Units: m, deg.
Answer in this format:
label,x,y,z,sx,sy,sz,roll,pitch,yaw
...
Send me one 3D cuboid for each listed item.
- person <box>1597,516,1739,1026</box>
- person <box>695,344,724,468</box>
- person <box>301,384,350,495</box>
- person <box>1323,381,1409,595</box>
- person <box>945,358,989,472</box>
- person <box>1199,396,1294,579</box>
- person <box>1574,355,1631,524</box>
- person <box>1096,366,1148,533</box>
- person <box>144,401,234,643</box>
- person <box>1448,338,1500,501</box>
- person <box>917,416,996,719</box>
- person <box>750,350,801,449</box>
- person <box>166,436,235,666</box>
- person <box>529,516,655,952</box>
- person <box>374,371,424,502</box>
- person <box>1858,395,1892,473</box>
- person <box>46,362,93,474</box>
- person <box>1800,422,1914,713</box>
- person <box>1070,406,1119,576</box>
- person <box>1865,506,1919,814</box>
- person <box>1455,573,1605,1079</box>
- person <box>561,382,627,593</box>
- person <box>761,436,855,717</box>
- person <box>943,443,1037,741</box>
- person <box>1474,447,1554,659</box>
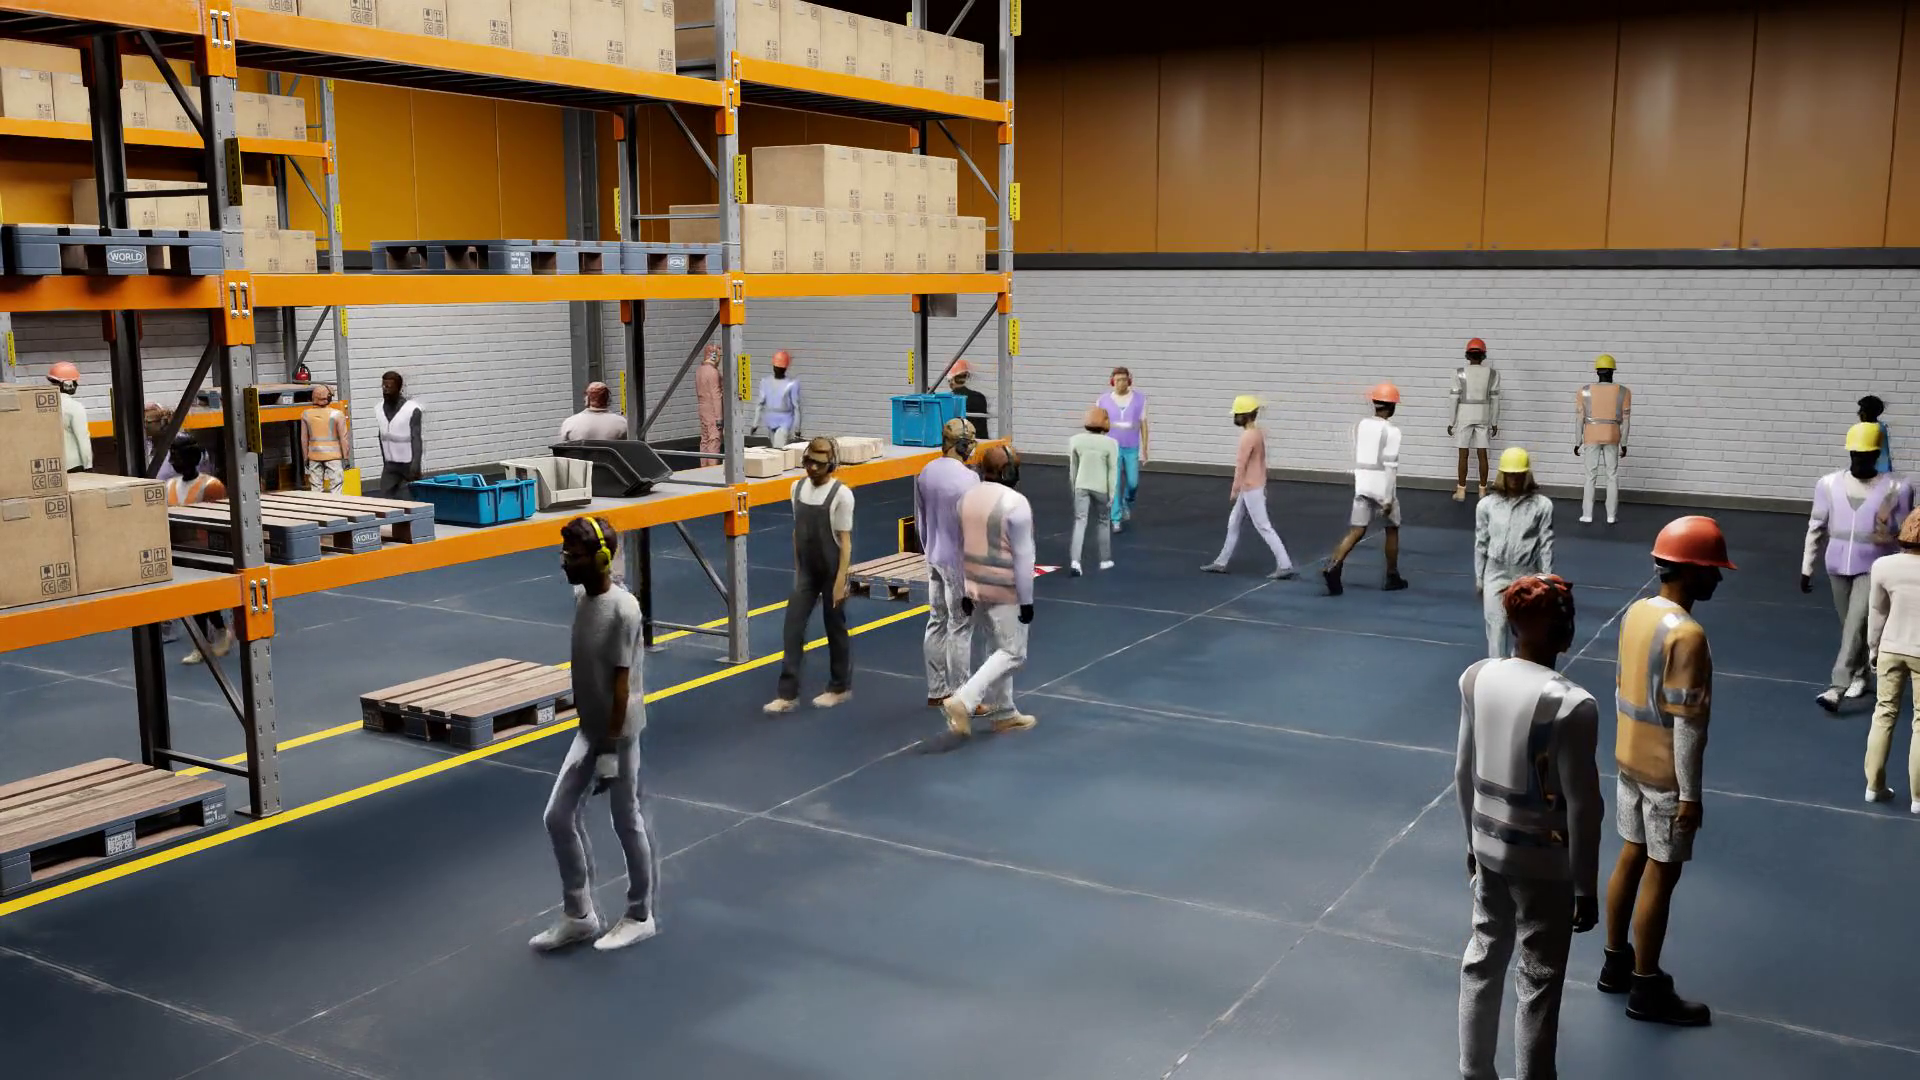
label,x,y,z,sx,sy,sz,roll,pitch,yaw
person,2.714,0.864,6.358,0.377,1.932,0.552,0,9,-1
person,-3.293,-1.663,22.228,0.410,1.906,0.642,-5,10,-29
person,-6.901,-0.871,18.106,0.521,1.638,0.311,1,9,5
person,3.633,-0.455,14.711,0.913,1.901,0.537,-7,12,-38
person,-0.001,-0.883,17.127,0.638,1.976,0.457,-6,11,-34
person,2.720,-0.488,15.497,0.917,1.715,0.528,3,10,21
person,7.281,-1.137,18.886,0.589,1.923,0.383,3,9,16
person,1.793,-1.018,18.429,0.579,1.831,0.650,0,9,2
person,-6.006,-0.143,12.842,0.668,1.877,0.813,4,10,25
person,6.399,-1.496,20.755,0.615,2.039,0.382,1,9,4
person,-0.034,0.176,10.658,0.372,1.934,0.627,-6,11,-33
person,-2.276,-1.485,21.209,0.553,1.888,1.024,5,10,29
person,-5.537,0.084,12.011,0.550,1.677,0.377,3,10,20
person,-1.520,0.828,6.843,0.650,1.848,0.537,-9,13,-43
person,-5.676,-0.785,16.889,0.612,1.859,1.020,4,10,22
person,8.953,-0.591,16.267,0.372,1.662,0.685,7,12,38
person,-8.614,-0.725,16.089,0.623,1.992,0.396,4,10,21
person,5.827,0.171,10.856,1.005,1.873,0.611,-8,12,-41
person,1.247,-0.469,15.731,0.516,1.596,0.821,3,10,21
person,5.051,0.627,8.805,0.277,1.629,0.497,-6,11,-35
person,1.856,1.039,5.425,0.356,1.884,0.574,-4,10,-26
person,-3.179,-0.445,14.684,0.641,1.895,0.401,-2,9,-9
person,-0.953,0.245,10.606,0.542,1.808,0.840,6,11,34
person,0.186,0.323,10.080,0.682,1.823,0.637,-6,11,-33
person,3.606,0.242,10.859,0.501,1.728,0.530,3,10,20
